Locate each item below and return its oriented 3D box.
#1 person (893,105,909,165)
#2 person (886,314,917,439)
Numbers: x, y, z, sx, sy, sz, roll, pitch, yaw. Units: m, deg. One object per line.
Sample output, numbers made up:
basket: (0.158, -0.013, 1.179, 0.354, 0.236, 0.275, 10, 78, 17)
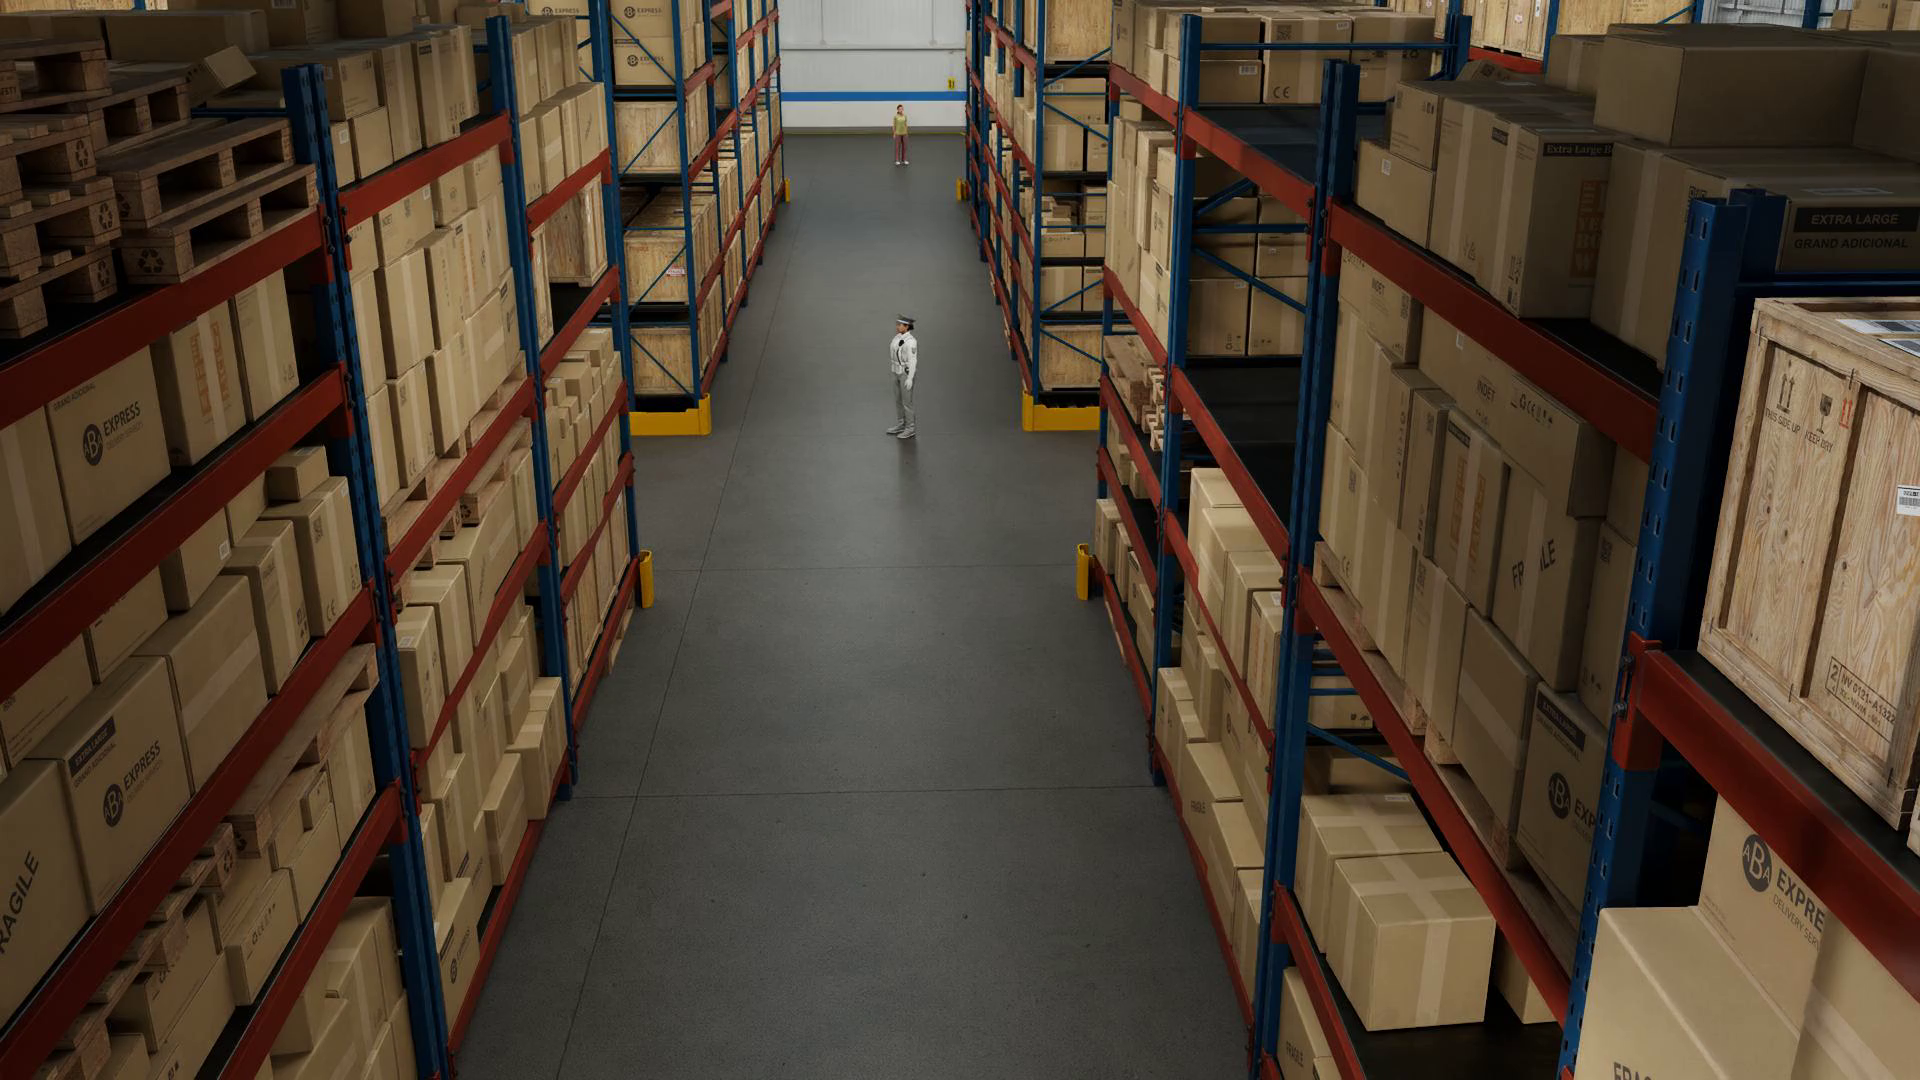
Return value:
person: (-1.694, -11.693, 47.963, 0.432, 1.671, 0.383, -8, 22, -21)
person: (-0.775, -2.246, 22.632, 0.359, 1.689, 0.464, -12, 23, -28)
